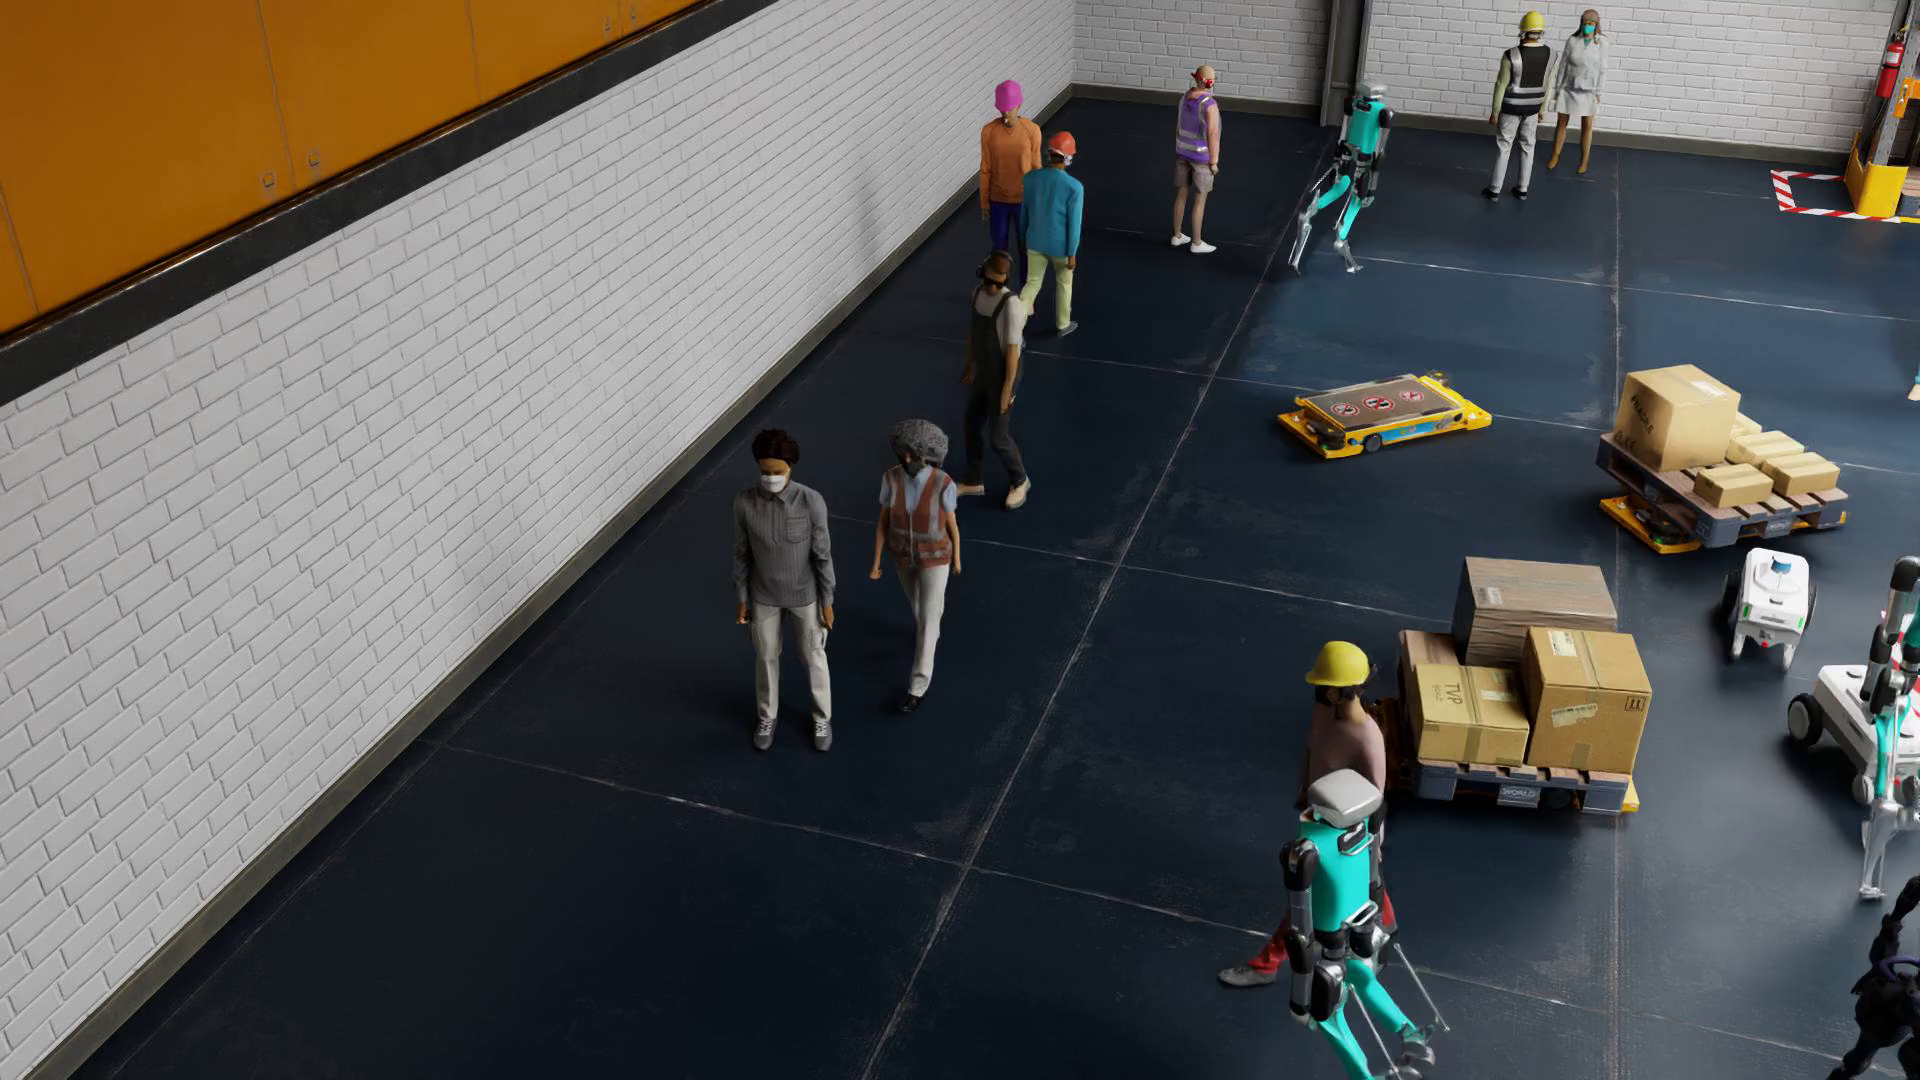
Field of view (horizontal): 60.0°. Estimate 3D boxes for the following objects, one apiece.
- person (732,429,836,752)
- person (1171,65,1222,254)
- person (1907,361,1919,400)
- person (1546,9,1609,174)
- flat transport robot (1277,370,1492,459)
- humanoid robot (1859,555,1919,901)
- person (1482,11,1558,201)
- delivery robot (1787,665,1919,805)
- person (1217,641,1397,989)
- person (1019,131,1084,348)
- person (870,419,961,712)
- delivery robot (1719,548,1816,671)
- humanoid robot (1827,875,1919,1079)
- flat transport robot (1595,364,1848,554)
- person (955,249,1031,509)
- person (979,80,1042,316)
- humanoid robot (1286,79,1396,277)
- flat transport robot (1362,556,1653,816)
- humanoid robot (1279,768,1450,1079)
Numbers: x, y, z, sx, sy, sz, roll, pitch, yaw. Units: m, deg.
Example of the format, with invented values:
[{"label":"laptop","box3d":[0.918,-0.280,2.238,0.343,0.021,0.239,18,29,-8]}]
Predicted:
[{"label":"person","box3d":[-0.898,0.259,8.591,0.535,1.889,0.387,3,31,5]},{"label":"person","box3d":[2.144,-3.451,15.088,0.345,1.693,0.487,-21,36,-31]},{"label":"person","box3d":[7.374,-1.817,12.141,0.391,1.866,0.518,-4,31,-6]},{"label":"person","box3d":[6.358,-4.605,17.094,0.484,1.652,0.341,13,33,21]},{"label":"flat transport robot","box3d":[3.115,-0.922,12.195,1.431,0.231,0.659,-12,33,-20]},{"label":"humanoid robot","box3d":[4.445,0.901,7.721,0.535,1.846,0.869,14,33,23]},{"label":"person","box3d":[5.482,-4.246,16.319,0.592,1.824,0.405,-5,31,-8]},{"label":"delivery robot","box3d":[4.751,0.969,8.682,0.499,0.582,0.773,-1,30,-1]},{"label":"person","box3d":[1.617,1.178,7.193,0.920,1.703,0.527,-7,31,-12]},{"label":"person","box3d":[0.679,-2.367,13.226,0.576,1.710,0.777,17,34,26]},{"label":"person","box3d":[-0.243,0.096,9.105,0.442,1.636,0.866,11,32,18]},{"label":"delivery robot","box3d":[4.751,0.362,9.744,0.499,0.612,0.814,13,33,21]},{"label":"humanoid robot","box3d":[3.574,1.784,6.197,0.381,1.642,0.612,-10,32,-16]},{"label":"flat transport robot","box3d":[5.053,-0.230,11.016,1.431,0.231,0.659,-9,32,-14]},{"label":"person","box3d":[0.194,-1.057,10.890,0.466,1.818,0.619,-16,34,-25]},{"label":"person","box3d":[0.414,-2.822,13.755,0.515,1.972,0.404,3,31,6]},{"label":"humanoid robot","box3d":[3.211,-3.039,14.405,1.034,1.780,0.533,-19,35,-29]},{"label":"flat transport robot","box3d":[2.772,1.101,8.752,1.431,0.231,0.659,4,31,7]},{"label":"humanoid robot","box3d":[1.551,1.695,6.268,0.584,1.751,0.721,-25,39,-36]}]
